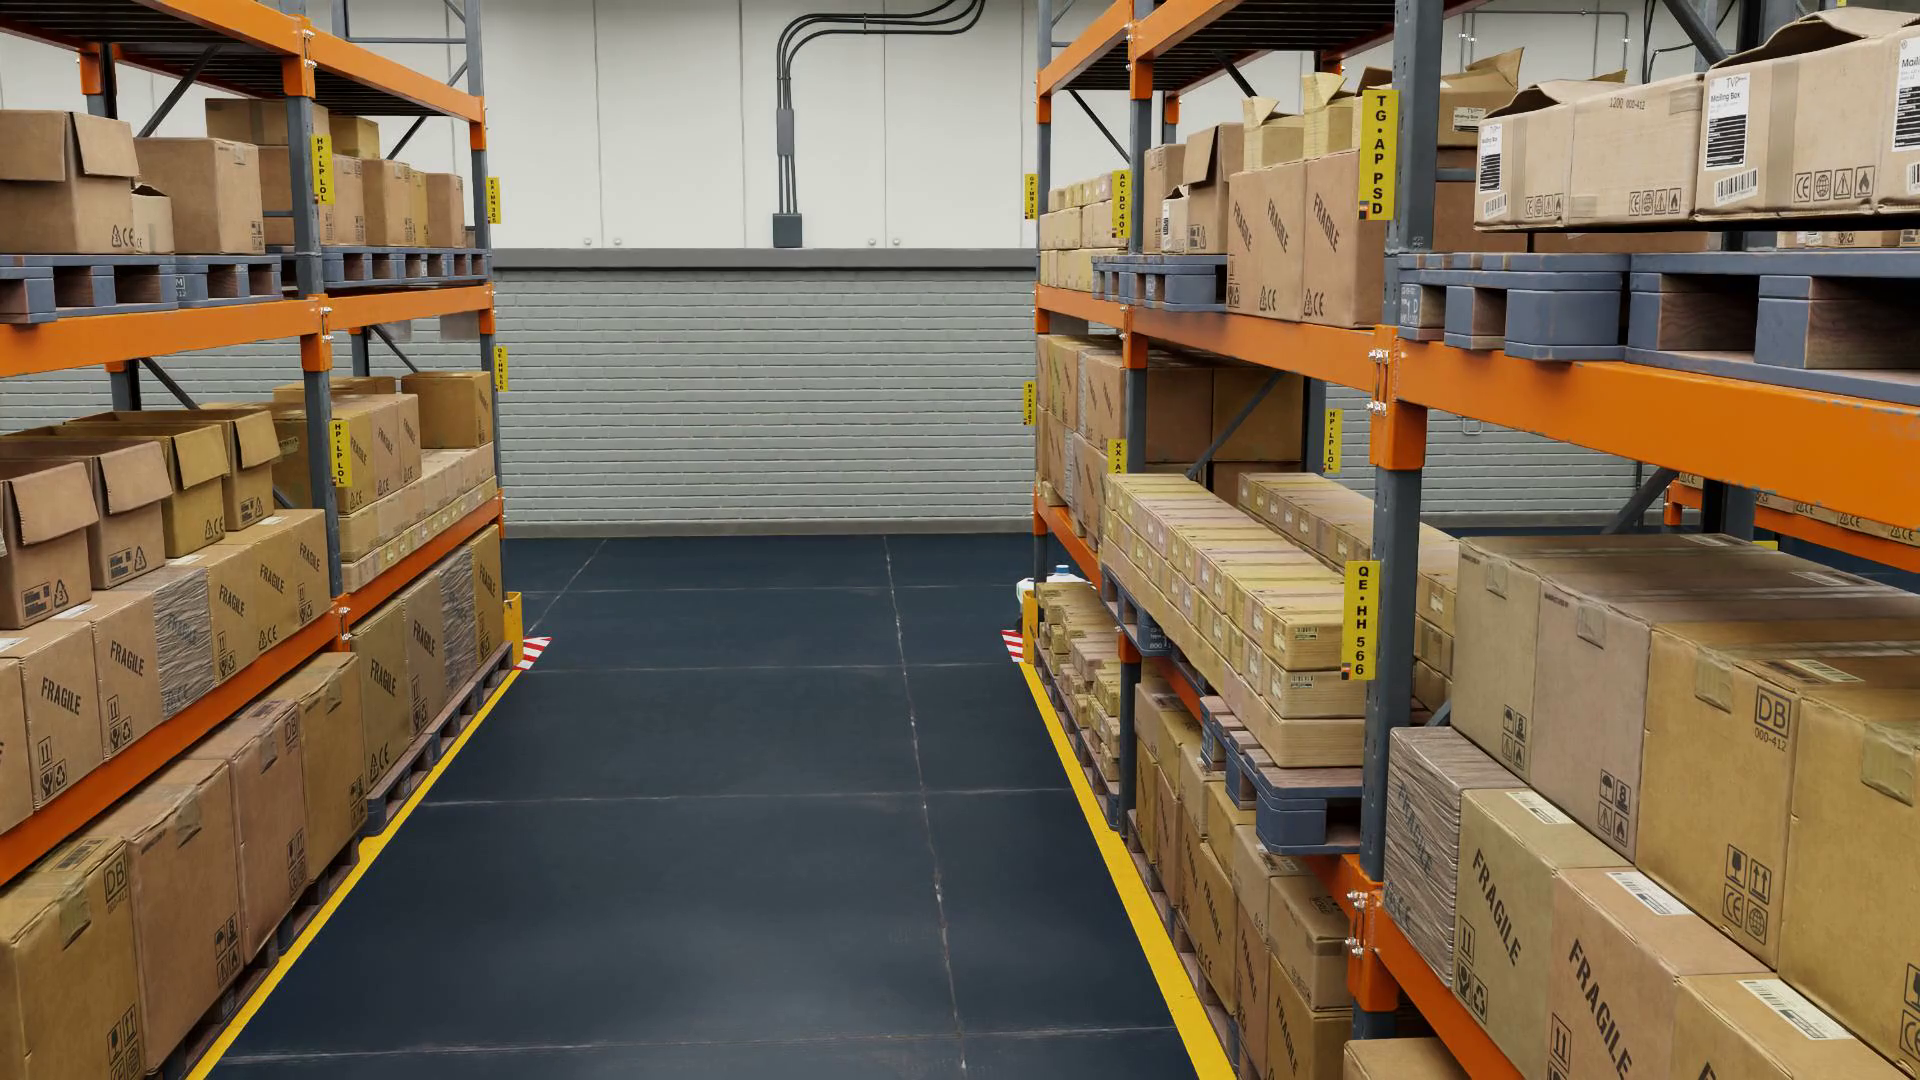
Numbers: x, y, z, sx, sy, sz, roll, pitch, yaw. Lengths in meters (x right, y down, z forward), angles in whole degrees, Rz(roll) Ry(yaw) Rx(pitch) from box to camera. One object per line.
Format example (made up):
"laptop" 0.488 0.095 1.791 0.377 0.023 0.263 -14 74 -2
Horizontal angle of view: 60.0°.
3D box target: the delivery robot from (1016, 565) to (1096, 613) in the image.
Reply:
"delivery robot" 0.822 0.445 13.415 0.707 0.478 0.477 4 10 20
